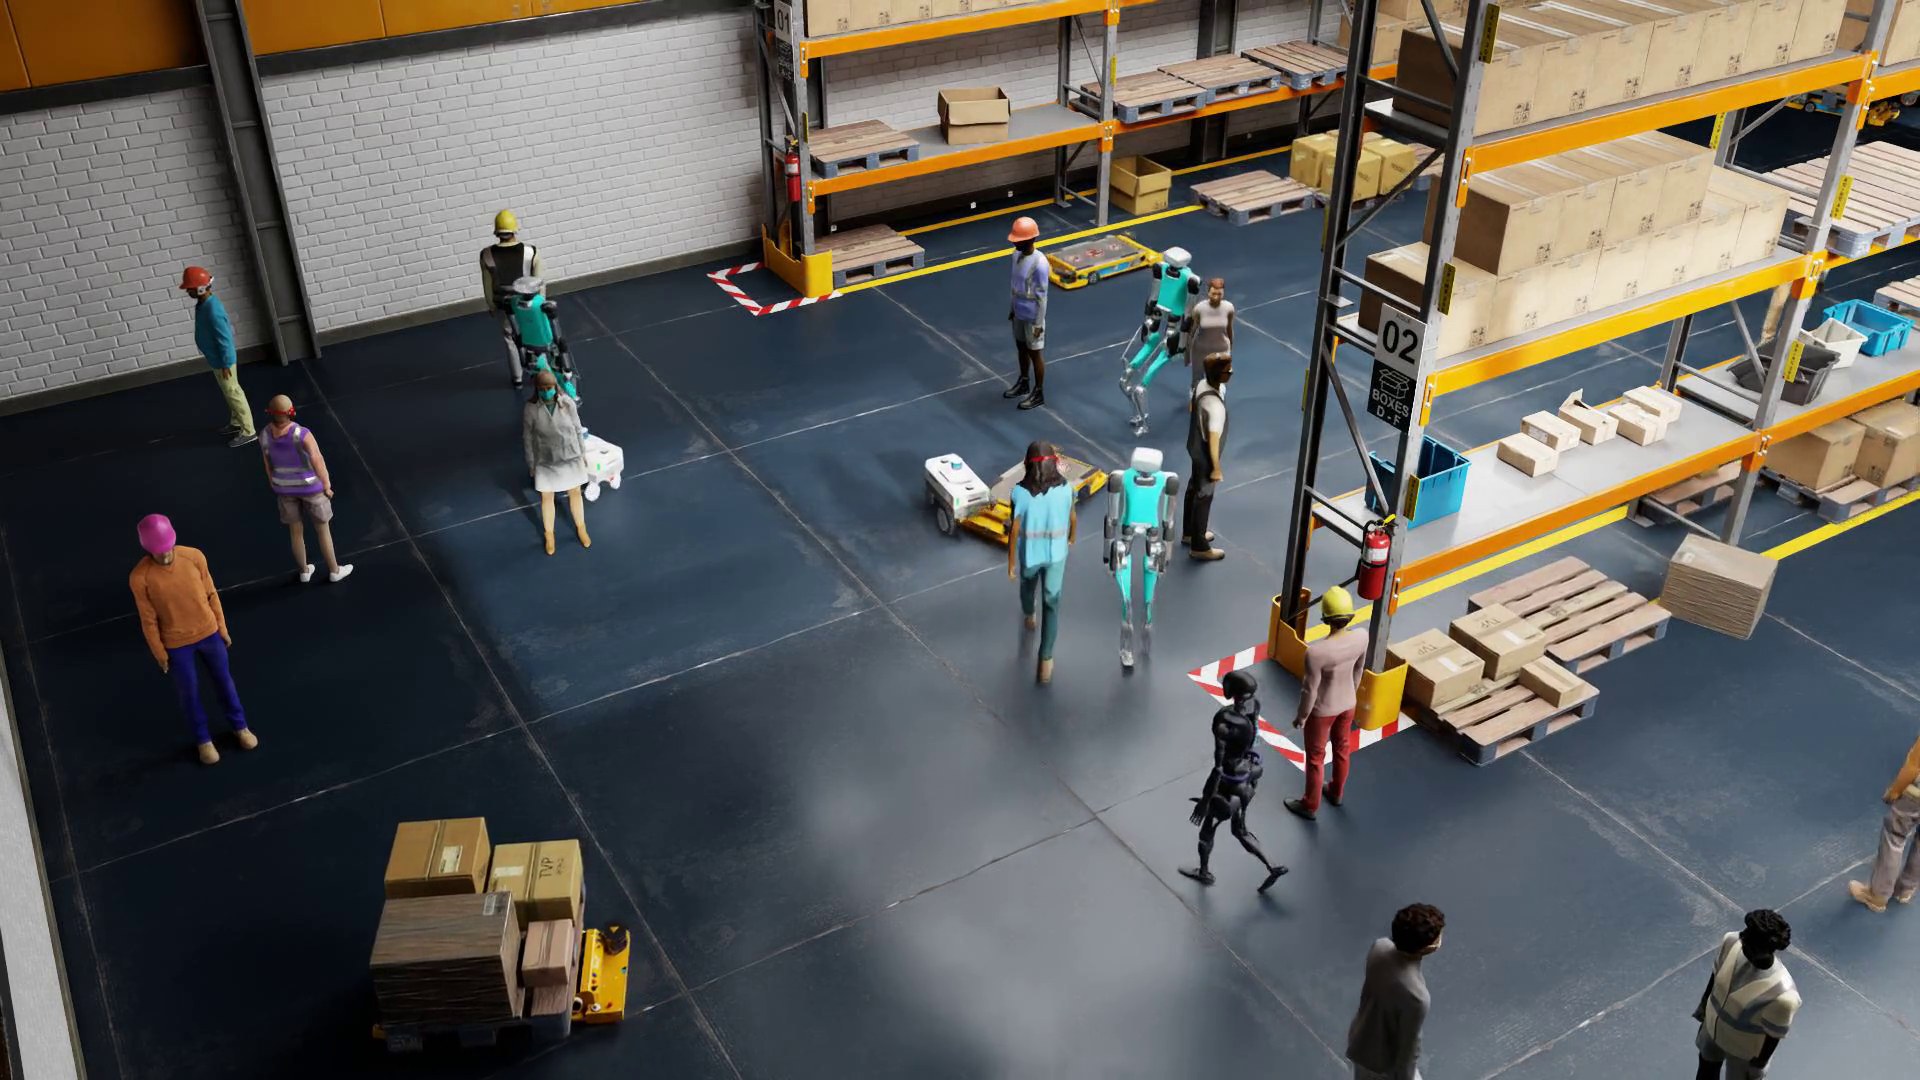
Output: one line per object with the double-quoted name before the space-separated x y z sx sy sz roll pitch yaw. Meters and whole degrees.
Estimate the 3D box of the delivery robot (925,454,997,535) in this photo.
"delivery robot" -0.027 -0.450 14.503 0.499 0.563 0.738 -14 35 -21

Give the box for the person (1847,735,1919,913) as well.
"person" 5.943 1.559 10.204 0.545 1.752 0.337 -4 32 -6

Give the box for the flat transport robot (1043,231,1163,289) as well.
"flat transport robot" 1.601 -3.237 19.246 1.431 0.231 0.659 -20 37 -29

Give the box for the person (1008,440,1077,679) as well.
"person" 0.621 0.064 12.531 0.513 1.806 1.020 2 32 3

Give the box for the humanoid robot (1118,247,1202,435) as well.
"humanoid robot" 1.788 -1.814 15.600 0.851 1.775 0.564 -27 41 -36

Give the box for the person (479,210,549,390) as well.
"person" -4.364 -2.357 16.370 0.589 1.833 0.404 -6 33 -10

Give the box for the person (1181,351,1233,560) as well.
"person" 2.046 -0.705 13.725 0.345 1.846 0.507 -4 32 -6

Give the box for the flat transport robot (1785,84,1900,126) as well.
"flat transport robot" 12.800 -6.322 24.166 1.431 0.231 0.659 27 41 36

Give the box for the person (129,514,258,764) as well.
"person" -5.299 0.665 11.428 0.515 1.973 0.401 -25 40 -34

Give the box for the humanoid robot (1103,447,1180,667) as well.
"humanoid robot" 1.329 0.260 12.330 0.550 1.834 0.752 1 32 2

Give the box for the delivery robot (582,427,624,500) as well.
"delivery robot" -3.404 -0.730 14.986 0.773 0.601 0.527 21 38 29

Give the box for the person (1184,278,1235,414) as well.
"person" 2.345 -1.773 15.667 0.464 1.590 0.949 2 32 3

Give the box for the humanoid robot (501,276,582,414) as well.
"humanoid robot" -3.758 -1.691 15.413 0.550 1.791 0.783 9 33 14

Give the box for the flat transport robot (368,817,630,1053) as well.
"flat transport robot" -2.715 2.618 9.908 1.431 0.231 0.659 -3 32 -5

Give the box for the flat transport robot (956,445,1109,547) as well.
"flat transport robot" 0.659 -0.408 14.734 0.659 0.231 1.431 22 38 31

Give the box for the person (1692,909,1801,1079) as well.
"person" 4.032 2.567 8.652 0.319 1.691 0.534 -9 33 -13

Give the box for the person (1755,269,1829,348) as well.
"person" 8.596 -2.712 17.065 0.660 1.701 0.323 -5 32 -8

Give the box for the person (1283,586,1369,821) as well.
"person" 2.413 1.078 10.960 0.523 1.763 0.326 -17 36 -25

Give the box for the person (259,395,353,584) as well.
"person" -5.297 -0.394 13.371 0.481 1.694 0.348 1 32 2

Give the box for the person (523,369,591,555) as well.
"person" -3.344 -0.651 13.809 0.496 1.659 0.336 -11 34 -18

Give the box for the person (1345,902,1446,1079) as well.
"person" 2.169 2.580 8.450 0.452 1.882 0.570 -10 34 -16

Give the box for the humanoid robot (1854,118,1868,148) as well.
"humanoid robot" 10.331 -4.140 19.413 0.737 1.654 0.610 -5 32 -8

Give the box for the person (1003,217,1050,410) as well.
"person" 0.628 -2.194 16.026 0.385 1.929 0.543 -17 36 -26

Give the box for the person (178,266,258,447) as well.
"person" -6.889 -1.712 15.415 0.337 1.749 0.573 -20 37 -29

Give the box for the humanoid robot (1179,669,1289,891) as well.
"humanoid robot" 1.743 1.539 10.330 0.665 1.633 0.600 21 38 29
